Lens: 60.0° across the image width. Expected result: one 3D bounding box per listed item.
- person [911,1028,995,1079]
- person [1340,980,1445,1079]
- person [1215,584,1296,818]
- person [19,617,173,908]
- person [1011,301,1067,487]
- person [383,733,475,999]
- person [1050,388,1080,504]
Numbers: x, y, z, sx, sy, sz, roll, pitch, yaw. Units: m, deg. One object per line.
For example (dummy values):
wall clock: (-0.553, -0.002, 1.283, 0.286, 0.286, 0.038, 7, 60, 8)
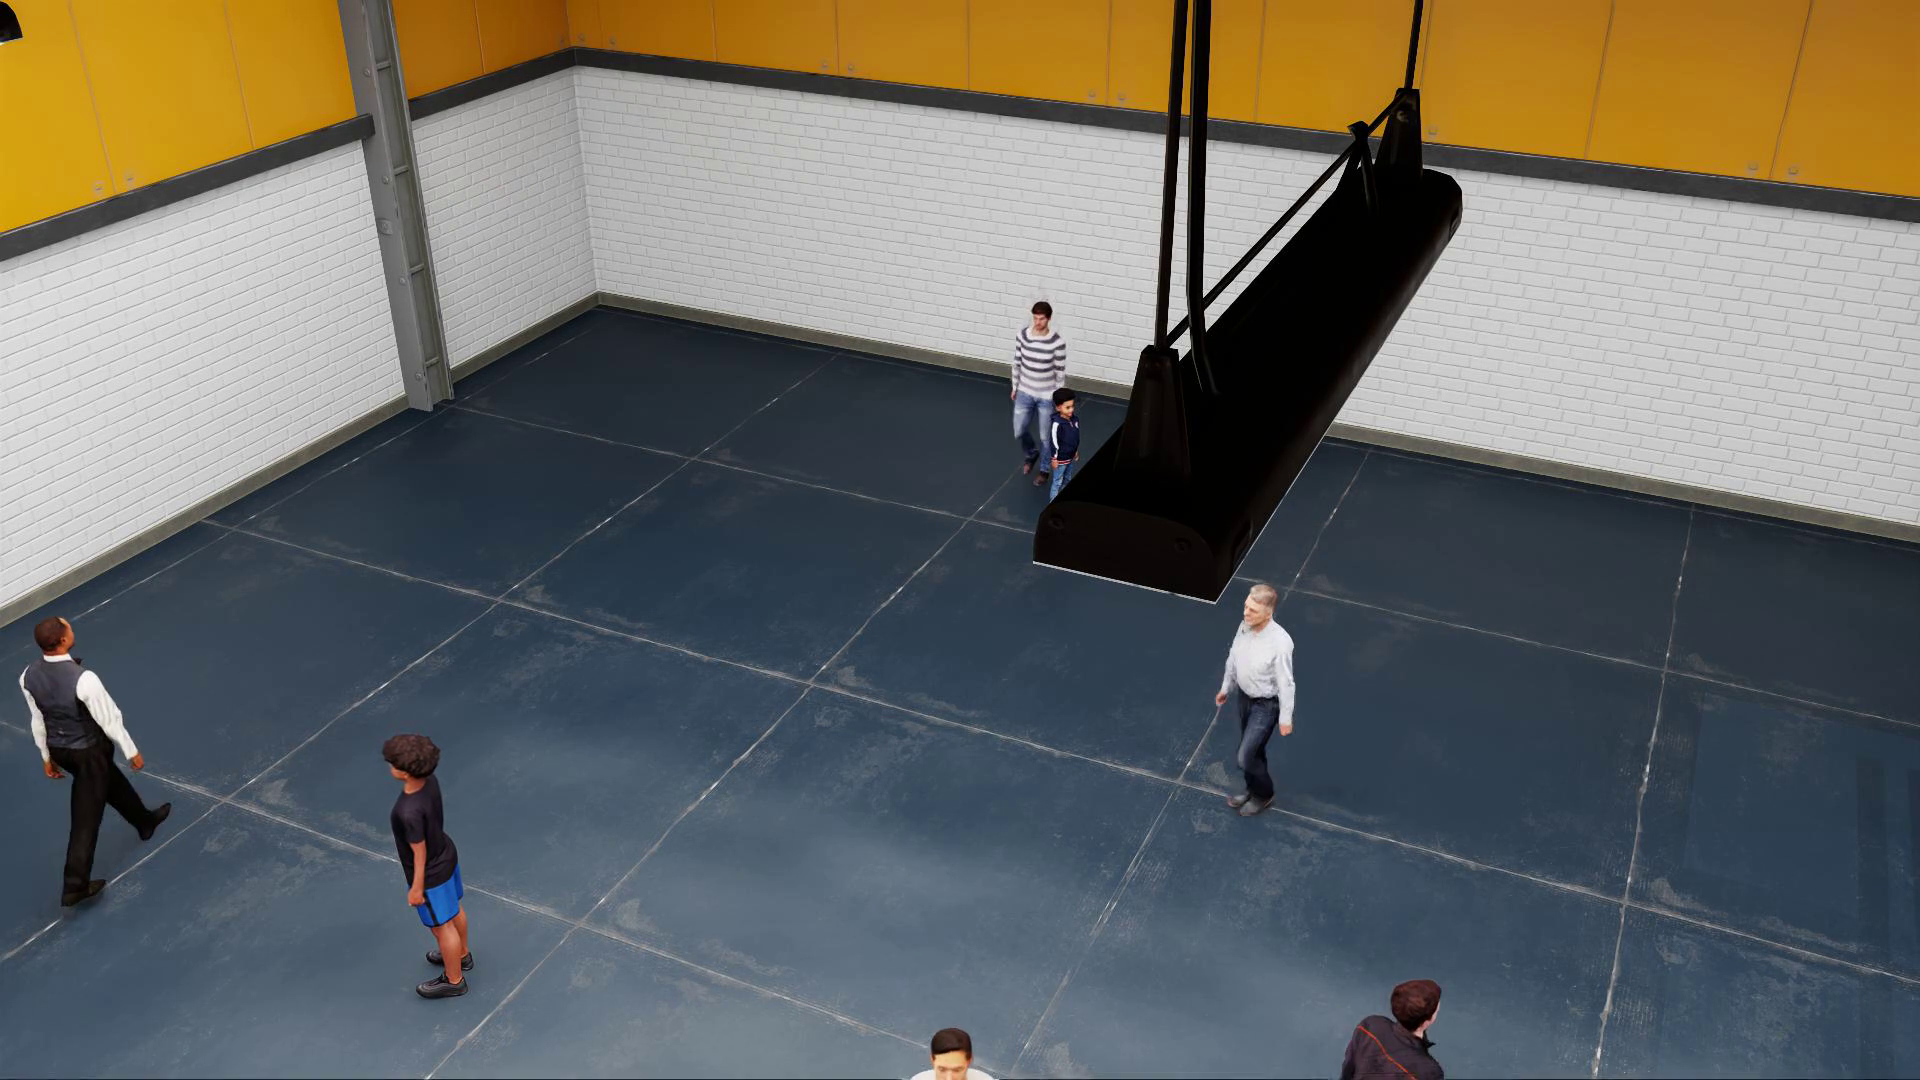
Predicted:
person: (-0.047, 2.899, 7.730, 0.989, 1.776, 1.242, 0, 29, 0)
person: (1.903, 2.837, 7.716, 1.108, 1.899, 1.033, -11, 30, -19)
person: (2.070, 1.048, 11.098, 0.847, 1.801, 0.799, -11, 30, -19)
person: (-5.526, 1.401, 10.383, 0.874, 1.866, 1.349, 7, 29, 13)
person: (0.761, -1.409, 15.560, 0.681, 1.840, 0.665, 11, 31, 19)
person: (-3.051, 1.866, 9.600, 0.764, 1.800, 0.662, -1, 29, -1)
person: (0.945, -0.811, 15.111, 0.632, 1.221, 0.513, 24, 37, 36)
